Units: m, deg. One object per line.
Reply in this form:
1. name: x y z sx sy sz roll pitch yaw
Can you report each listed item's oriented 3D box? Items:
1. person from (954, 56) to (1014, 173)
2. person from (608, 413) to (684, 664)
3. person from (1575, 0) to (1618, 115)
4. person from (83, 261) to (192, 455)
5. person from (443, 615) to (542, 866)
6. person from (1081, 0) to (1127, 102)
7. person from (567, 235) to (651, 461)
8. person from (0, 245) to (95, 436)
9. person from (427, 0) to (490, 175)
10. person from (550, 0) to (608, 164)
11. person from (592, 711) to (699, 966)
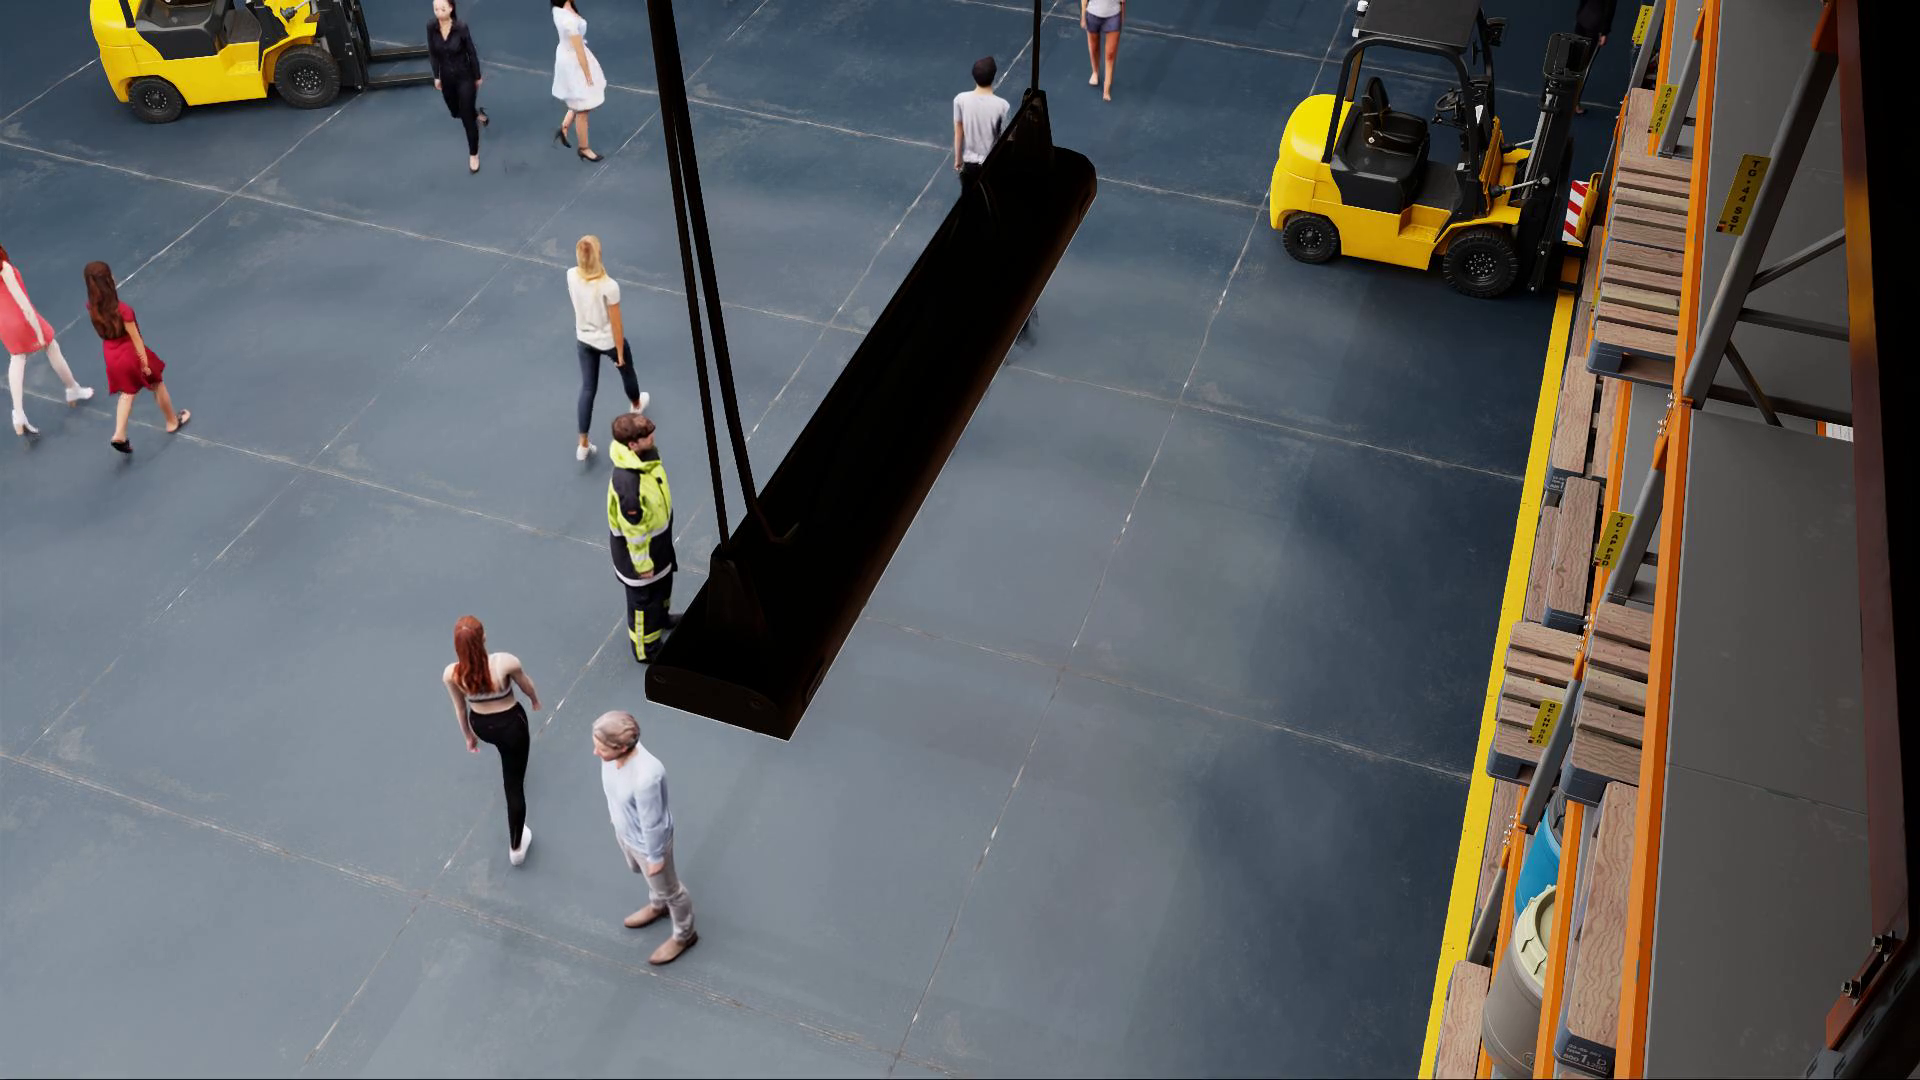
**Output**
1. person: 0.174 -3.114 13.922 0.704 1.842 1.041 15 46 15
2. person: -2.027 -0.026 10.583 0.912 1.976 0.728 0 44 0
3. person: 6.022 -4.897 15.892 0.750 1.706 0.673 -14 45 -14
4. person: -6.179 -1.313 12.257 0.644 1.530 0.940 7 44 8
5. person: -2.630 1.179 9.526 0.923 1.690 1.252 -2 44 -3
6. person: 1.409 -5.174 16.264 0.687 1.593 0.926 6 44 6
7. person: -2.676 -1.376 12.148 0.639 1.772 1.165 12 45 12
8. person: -7.032 -1.549 12.309 0.728 1.800 1.049 6 44 6
9. person: -4.563 -4.213 15.182 0.689 1.695 0.974 5 44 5
10. person: -3.581 -4.234 15.120 0.984 1.810 0.928 -16 46 -16
11. person: -1.699 1.563 8.979 0.757 1.888 0.747 -29 51 -27
